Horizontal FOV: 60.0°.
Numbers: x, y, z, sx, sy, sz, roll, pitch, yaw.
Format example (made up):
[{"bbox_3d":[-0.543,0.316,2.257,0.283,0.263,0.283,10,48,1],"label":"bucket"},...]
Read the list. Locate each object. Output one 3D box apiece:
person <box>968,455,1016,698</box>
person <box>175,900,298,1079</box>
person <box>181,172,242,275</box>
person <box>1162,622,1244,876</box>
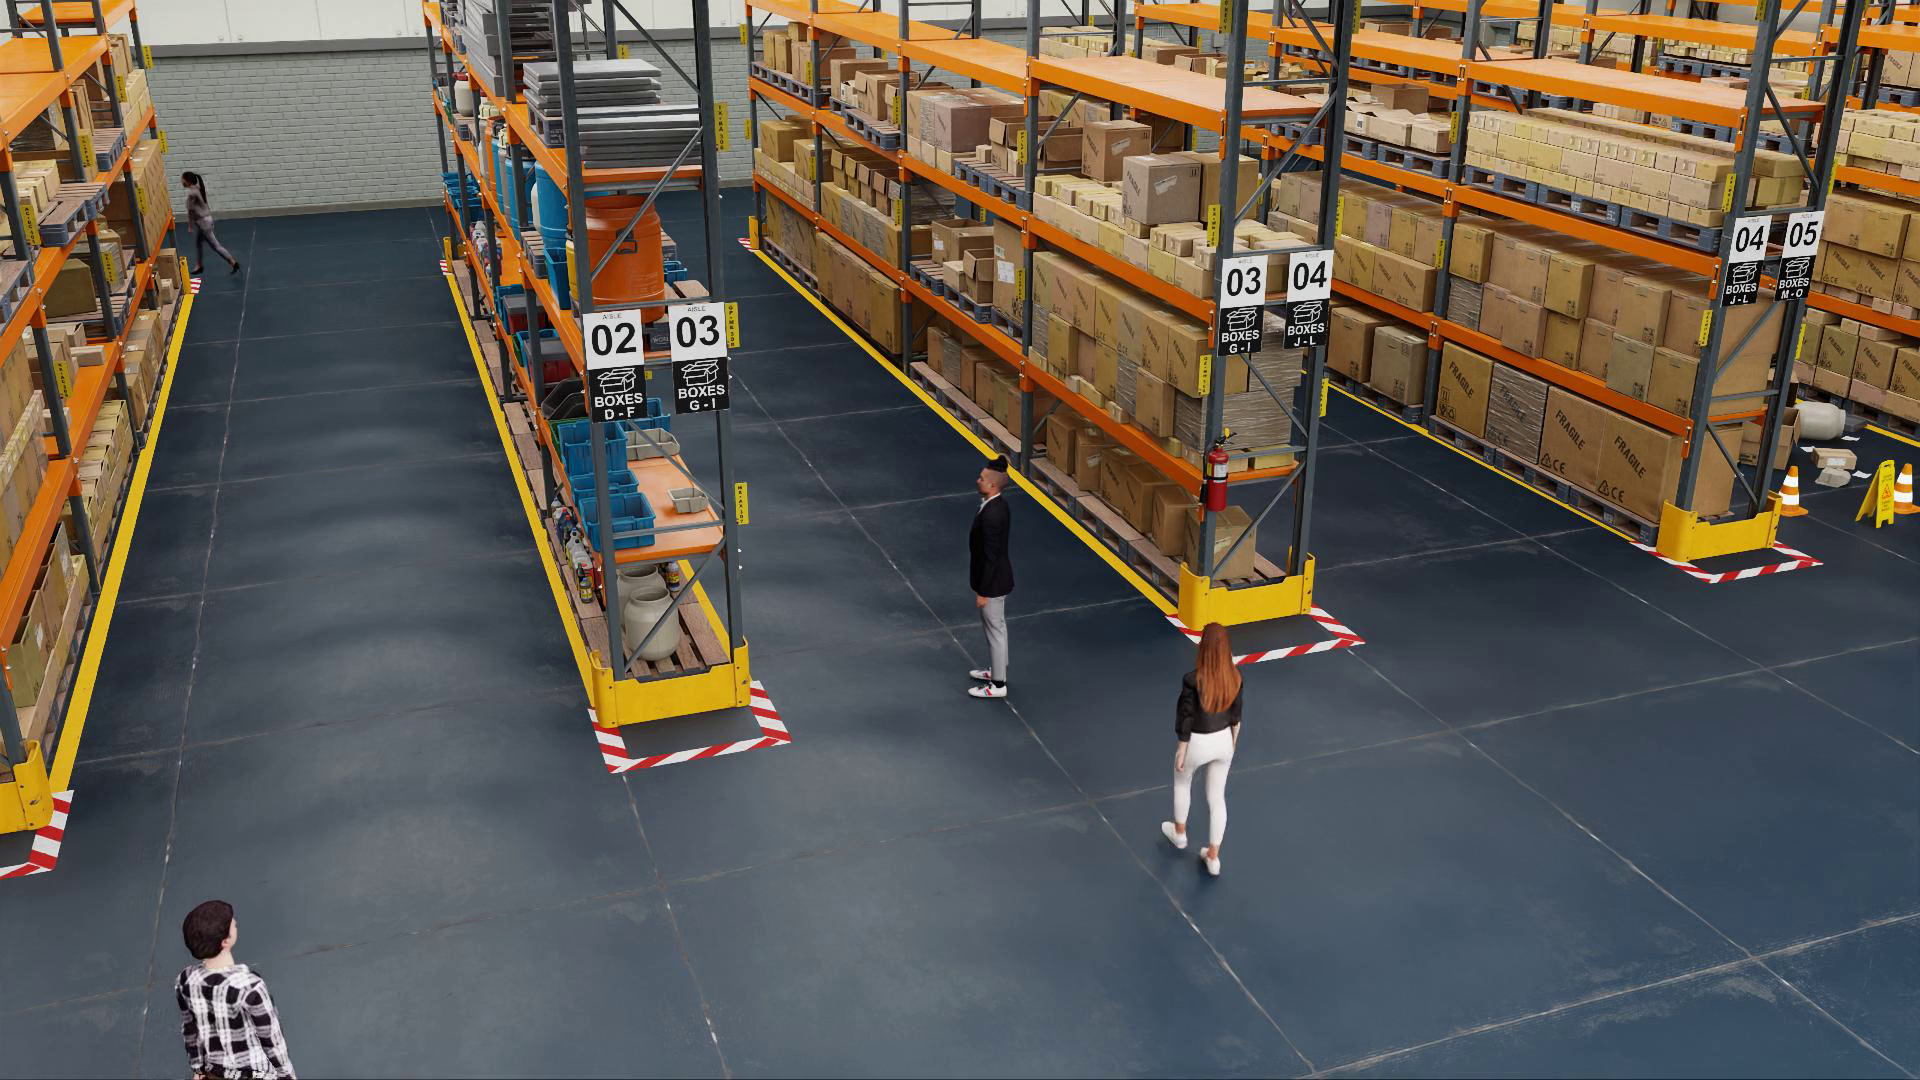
[{"bbox_3d":[0.255,0.269,12.814,0.848,1.950,0.700,2,22,4],"label":"person"},{"bbox_3d":[-3.312,2.492,7.598,1.078,1.784,1.187,7,23,18],"label":"person"},{"bbox_3d":[-11.625,-4.849,25.752,0.875,1.629,1.100,-1,22,-2],"label":"person"},{"bbox_3d":[1.589,1.352,10.516,0.675,1.686,0.845,-5,23,-12],"label":"person"}]
